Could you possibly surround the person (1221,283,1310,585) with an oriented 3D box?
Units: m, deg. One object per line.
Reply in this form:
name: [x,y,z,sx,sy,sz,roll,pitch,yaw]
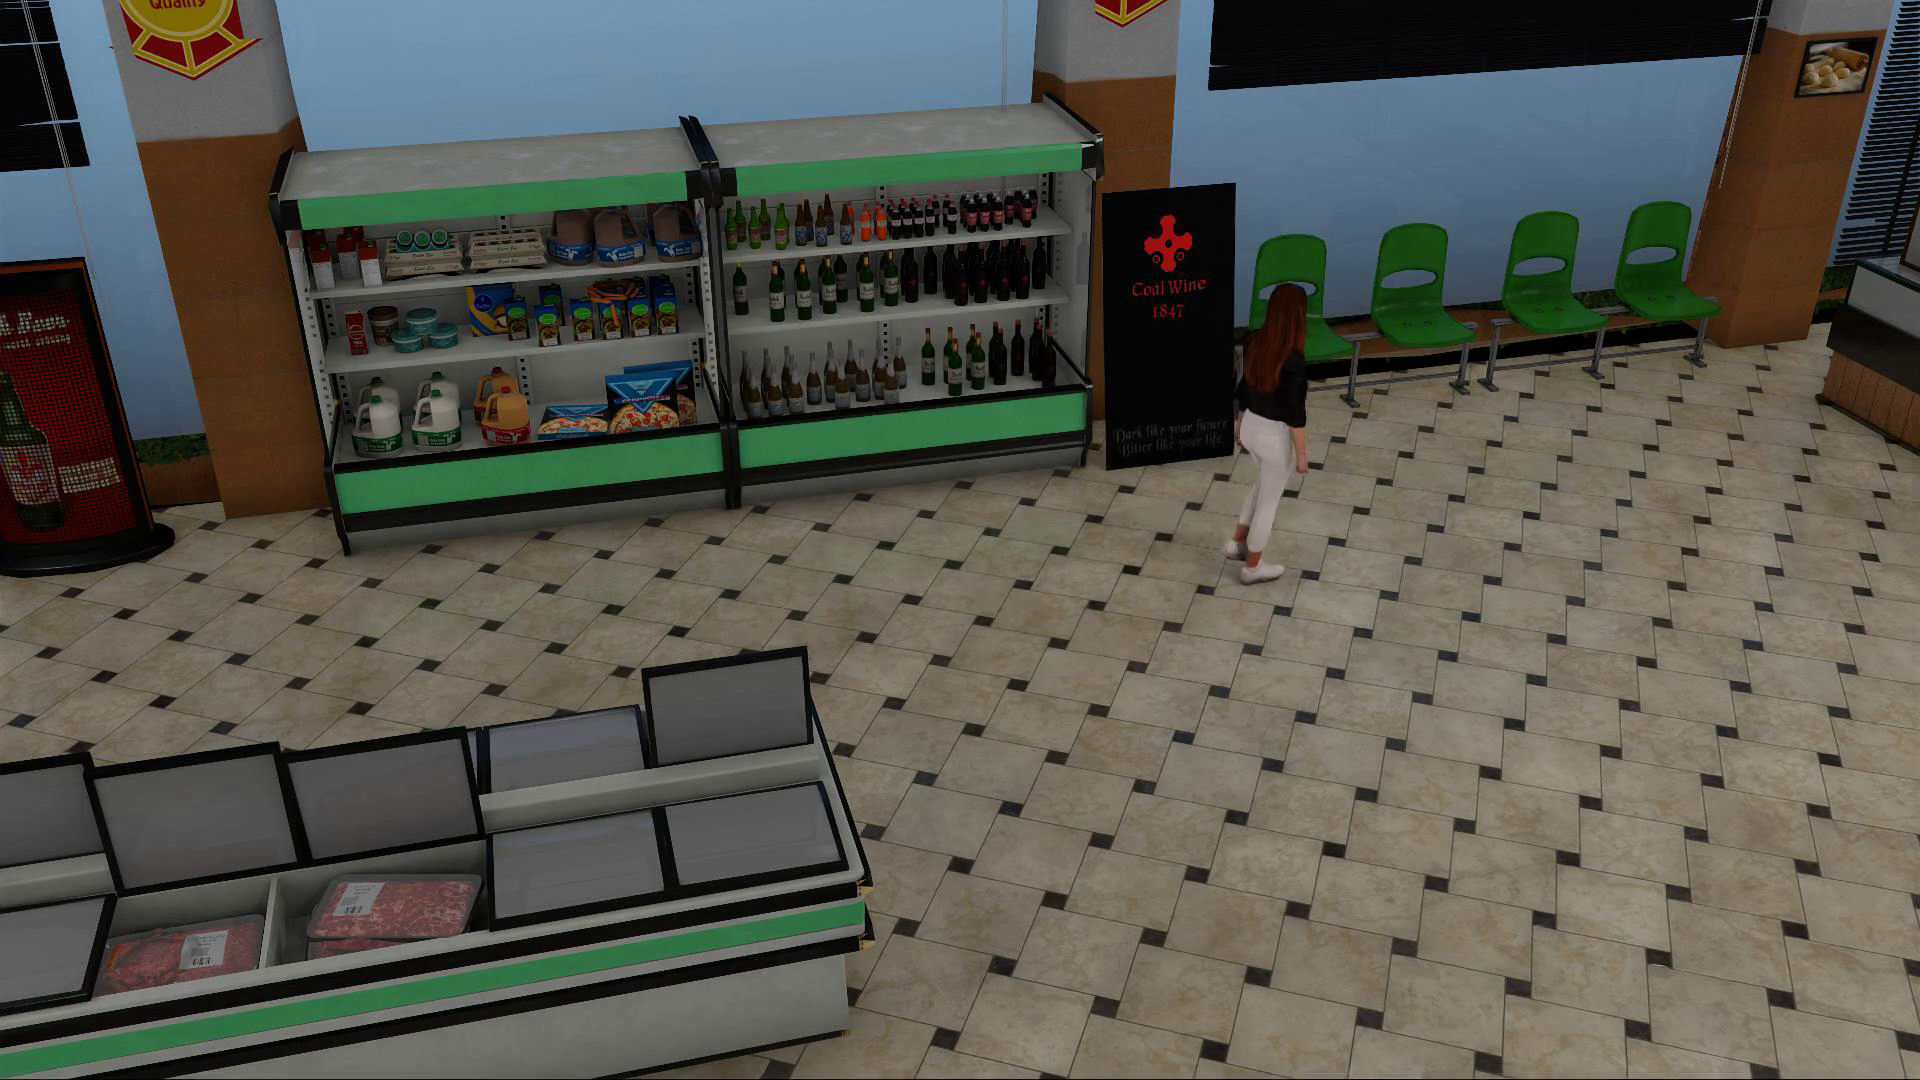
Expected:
person: [1.556,-0.523,8.724,0.682,1.690,0.675,-15,32,-25]
